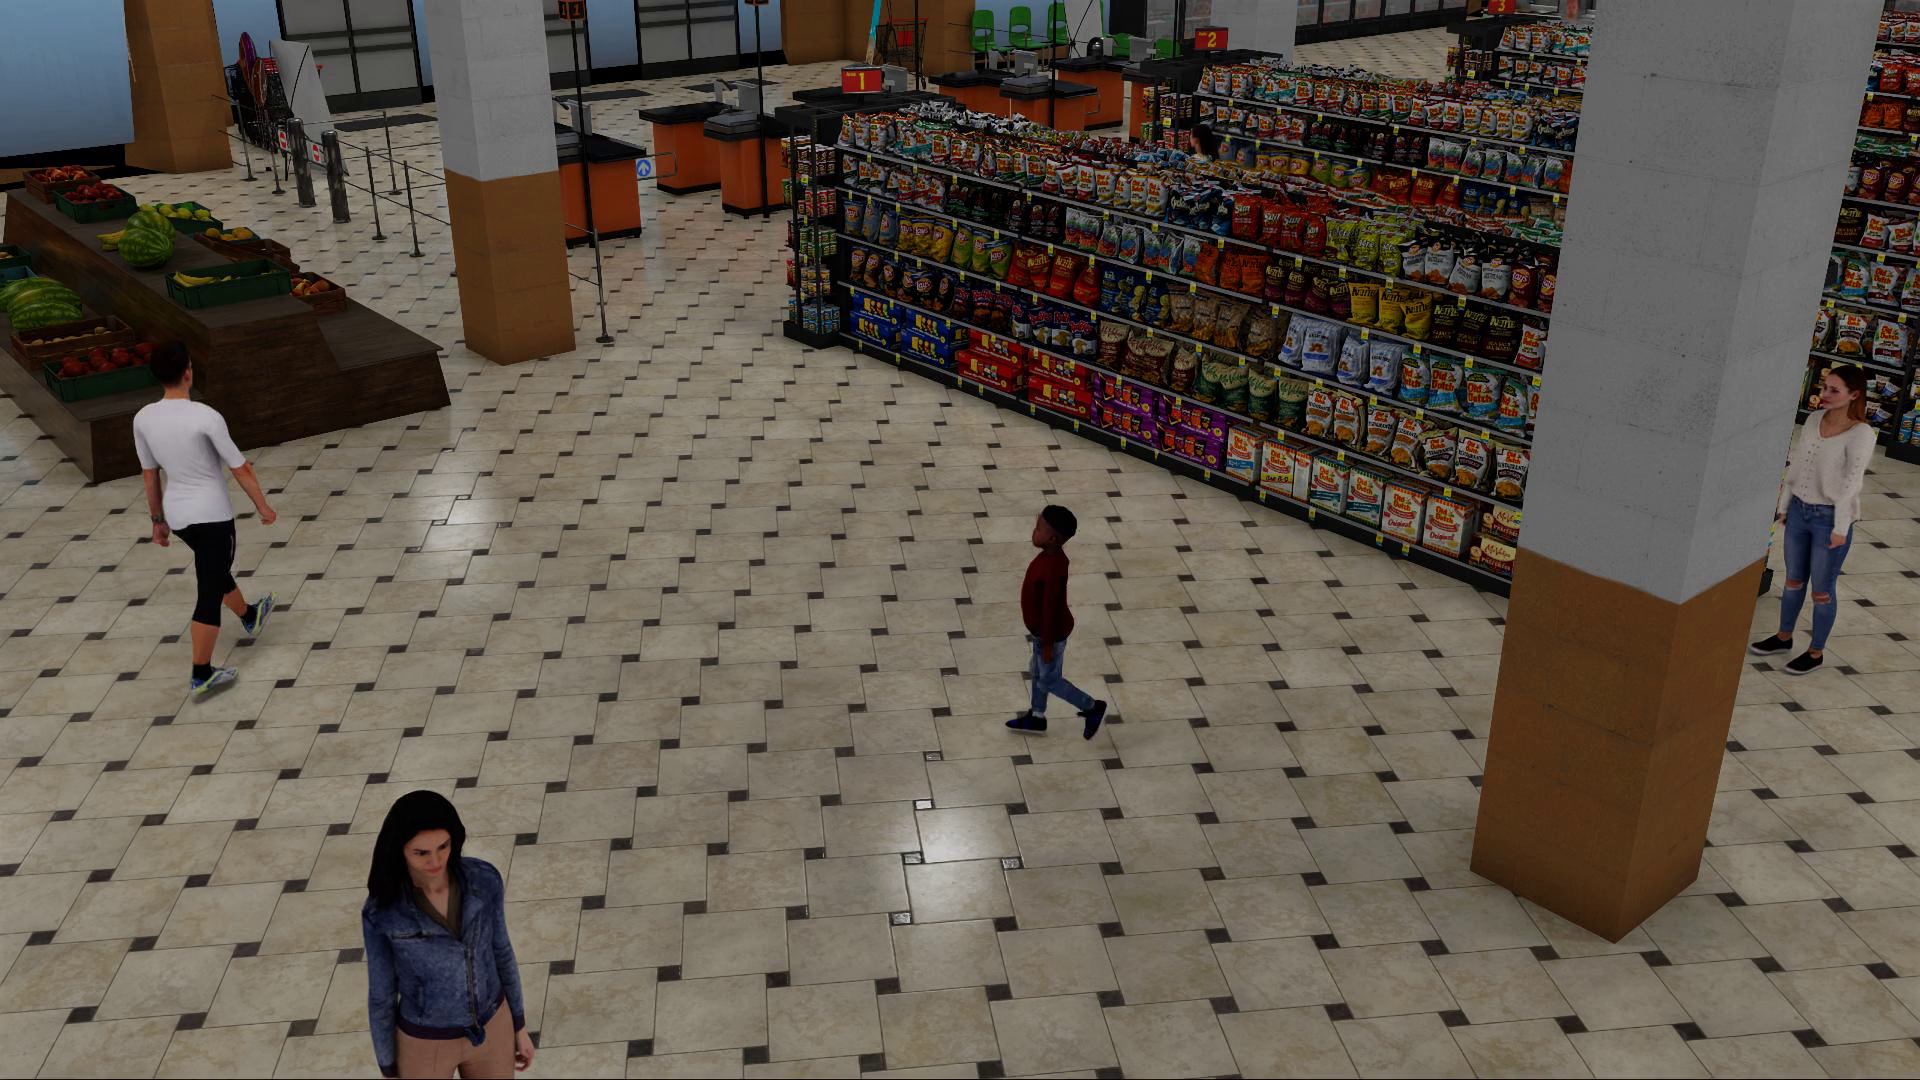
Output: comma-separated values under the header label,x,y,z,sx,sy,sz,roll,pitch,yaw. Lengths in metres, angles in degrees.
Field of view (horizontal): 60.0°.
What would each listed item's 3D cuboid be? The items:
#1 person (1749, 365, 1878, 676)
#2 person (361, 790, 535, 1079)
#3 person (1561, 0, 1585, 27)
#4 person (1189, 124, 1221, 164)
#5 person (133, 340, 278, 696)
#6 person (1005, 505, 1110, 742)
label,x,y,z,sx,sy,sz,roll,pitch,yaw
person,4.561,-0.113,8.815,0.743,1.693,0.605,-8,25,-18
person,-1.523,1.522,4.992,0.627,1.763,0.596,-15,28,-31
person,8.708,-6.819,23.915,0.773,1.873,0.825,17,29,33
person,2.336,-3.098,15.746,0.656,1.606,1.079,-21,31,-39
person,-3.960,-0.071,8.572,1.212,1.811,1.182,6,24,13
person,0.495,0.431,8.133,0.816,1.242,0.760,2,24,4
